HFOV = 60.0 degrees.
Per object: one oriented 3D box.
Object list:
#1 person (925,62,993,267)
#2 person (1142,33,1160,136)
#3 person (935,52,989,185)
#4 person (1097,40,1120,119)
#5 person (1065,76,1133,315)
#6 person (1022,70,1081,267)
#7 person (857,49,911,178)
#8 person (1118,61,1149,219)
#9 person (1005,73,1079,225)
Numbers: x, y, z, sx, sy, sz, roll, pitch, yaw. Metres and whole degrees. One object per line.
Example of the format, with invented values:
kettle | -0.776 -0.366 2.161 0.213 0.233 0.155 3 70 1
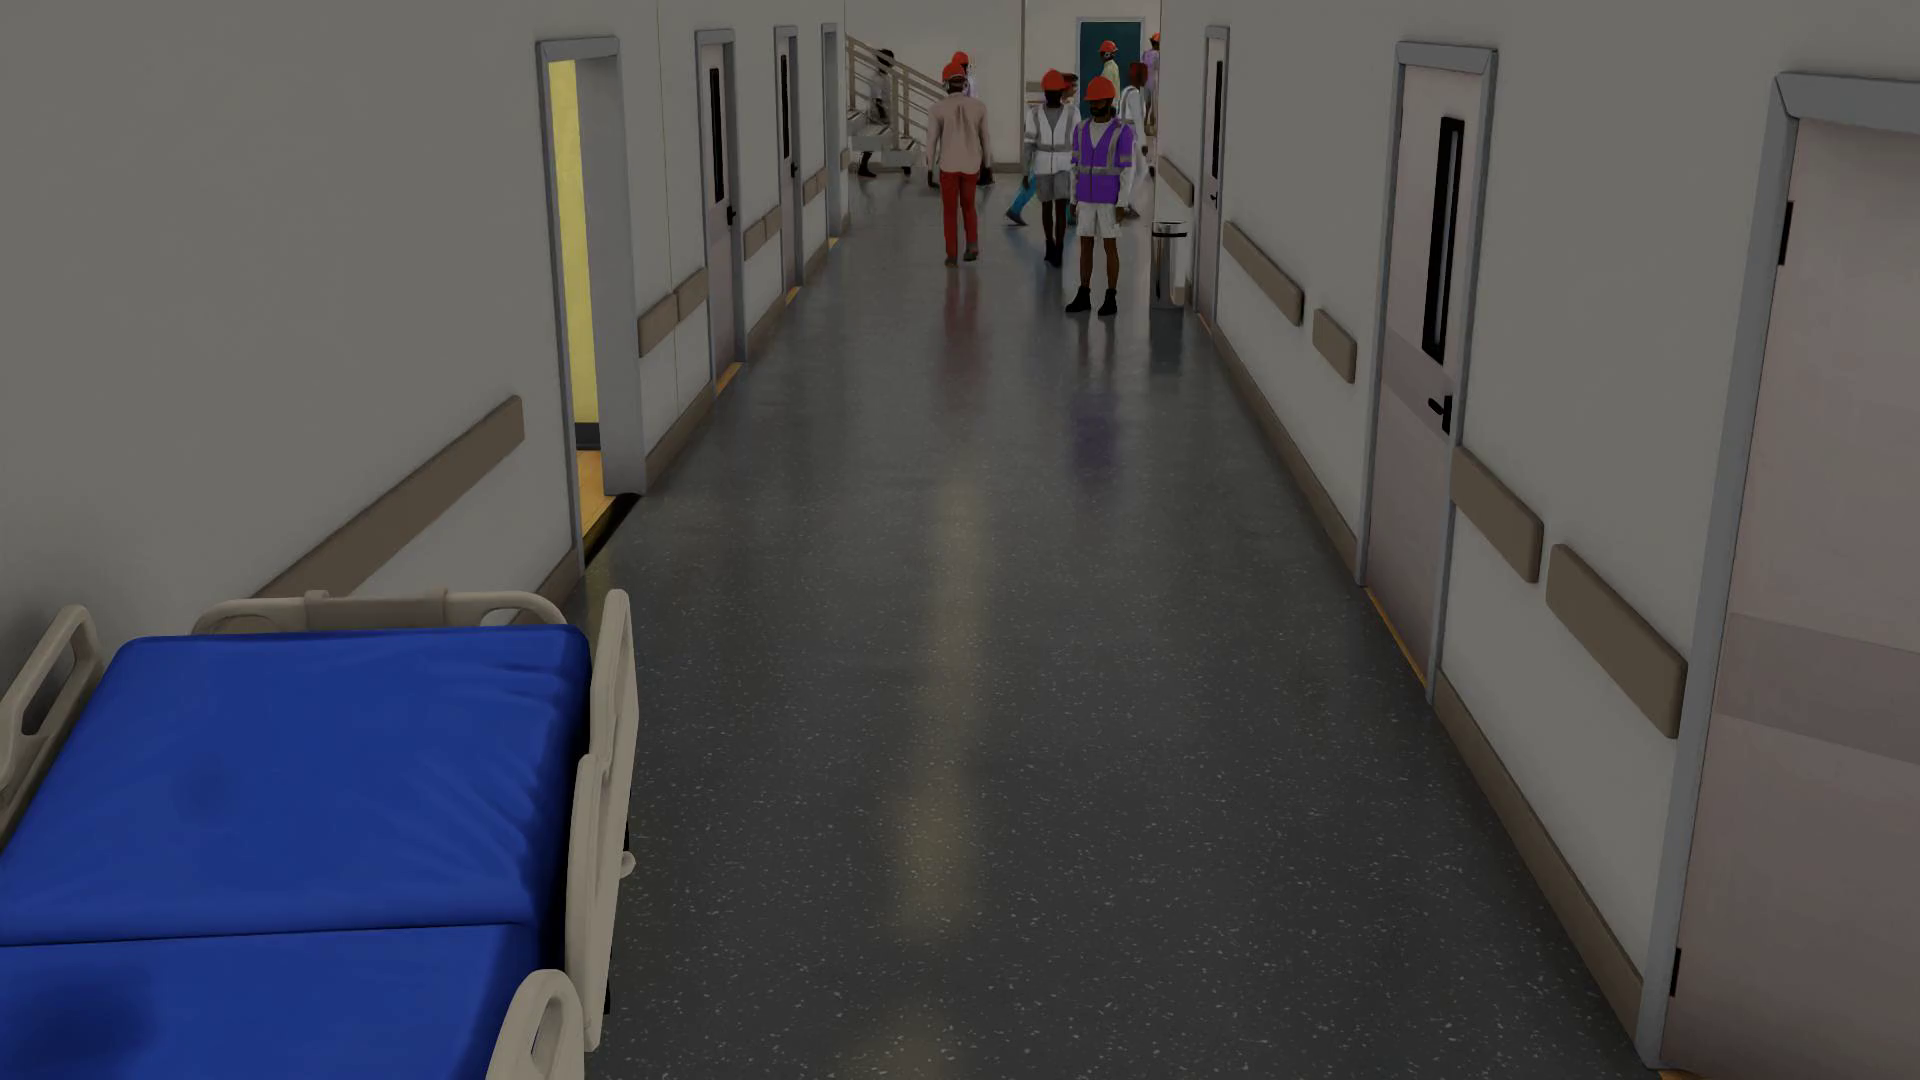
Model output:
person | -0.018 -3.691 16.412 0.681 1.966 0.488 -4 18 -14
person | 3.941 -9.233 33.734 0.405 2.030 0.614 -11 21 -32
person | 0.024 -6.089 24.083 0.992 1.890 0.560 3 18 10
person | 2.375 -7.001 26.769 0.381 1.994 0.619 4 18 12
person | 1.146 -2.840 13.787 0.544 1.939 0.354 10 20 29
person | 0.903 -3.674 16.491 0.574 1.884 0.977 3 18 8
person | -1.102 -6.403 25.047 0.979 1.896 0.626 4 18 13
person | 2.097 -4.813 20.099 0.445 1.865 0.570 1 18 2
person | 1.028 -4.581 19.556 1.019 1.770 0.582 1 18 3
